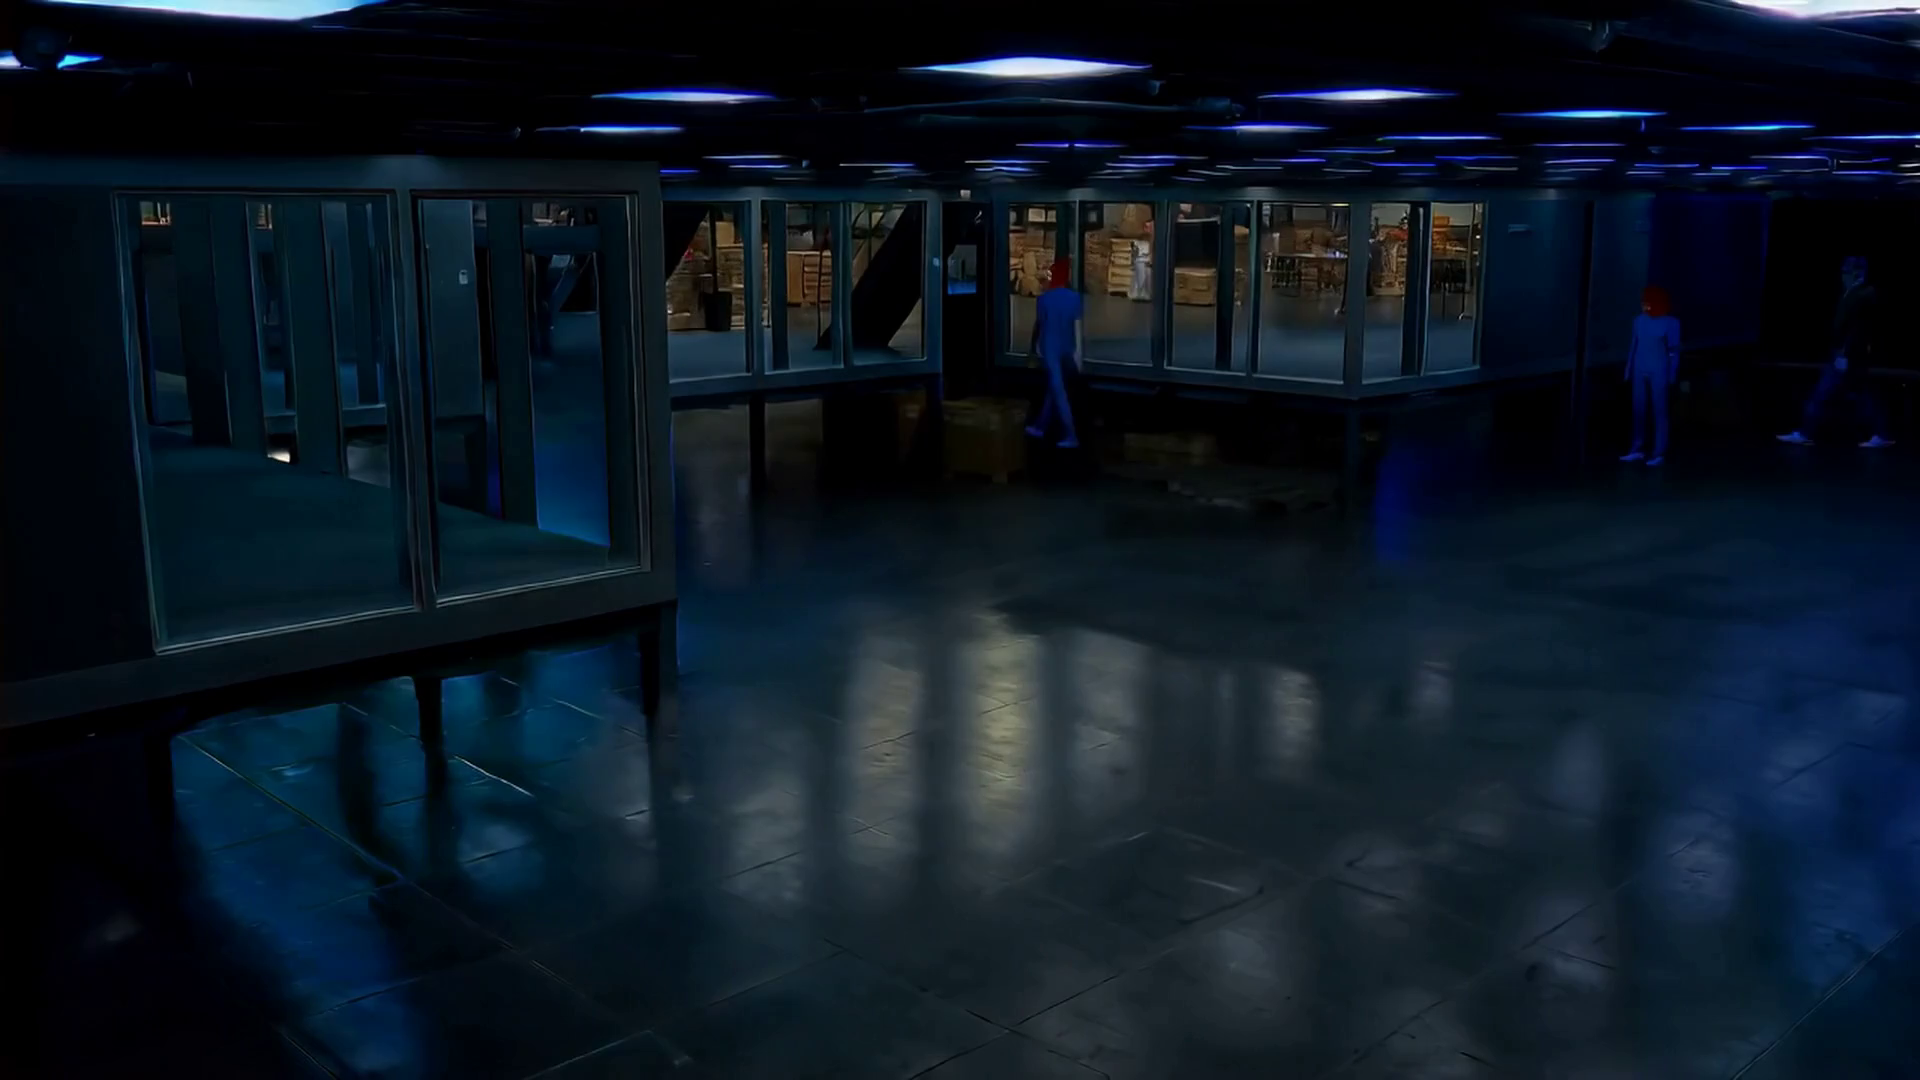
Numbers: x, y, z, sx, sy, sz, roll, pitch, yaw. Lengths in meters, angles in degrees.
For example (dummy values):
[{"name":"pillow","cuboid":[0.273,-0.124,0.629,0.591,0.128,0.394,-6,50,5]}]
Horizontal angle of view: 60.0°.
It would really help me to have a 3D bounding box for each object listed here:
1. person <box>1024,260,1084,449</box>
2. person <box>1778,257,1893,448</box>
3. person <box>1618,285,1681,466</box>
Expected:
[{"name":"person","cuboid":[0.900,-1.834,16.376,0.551,1.817,0.961,-8,14,-34]},{"name":"person","cuboid":[8.647,-1.816,16.192,0.999,1.858,0.638,1,11,4]},{"name":"person","cuboid":[6.286,-1.494,15.137,0.275,1.631,0.507,-6,13,-29]}]
